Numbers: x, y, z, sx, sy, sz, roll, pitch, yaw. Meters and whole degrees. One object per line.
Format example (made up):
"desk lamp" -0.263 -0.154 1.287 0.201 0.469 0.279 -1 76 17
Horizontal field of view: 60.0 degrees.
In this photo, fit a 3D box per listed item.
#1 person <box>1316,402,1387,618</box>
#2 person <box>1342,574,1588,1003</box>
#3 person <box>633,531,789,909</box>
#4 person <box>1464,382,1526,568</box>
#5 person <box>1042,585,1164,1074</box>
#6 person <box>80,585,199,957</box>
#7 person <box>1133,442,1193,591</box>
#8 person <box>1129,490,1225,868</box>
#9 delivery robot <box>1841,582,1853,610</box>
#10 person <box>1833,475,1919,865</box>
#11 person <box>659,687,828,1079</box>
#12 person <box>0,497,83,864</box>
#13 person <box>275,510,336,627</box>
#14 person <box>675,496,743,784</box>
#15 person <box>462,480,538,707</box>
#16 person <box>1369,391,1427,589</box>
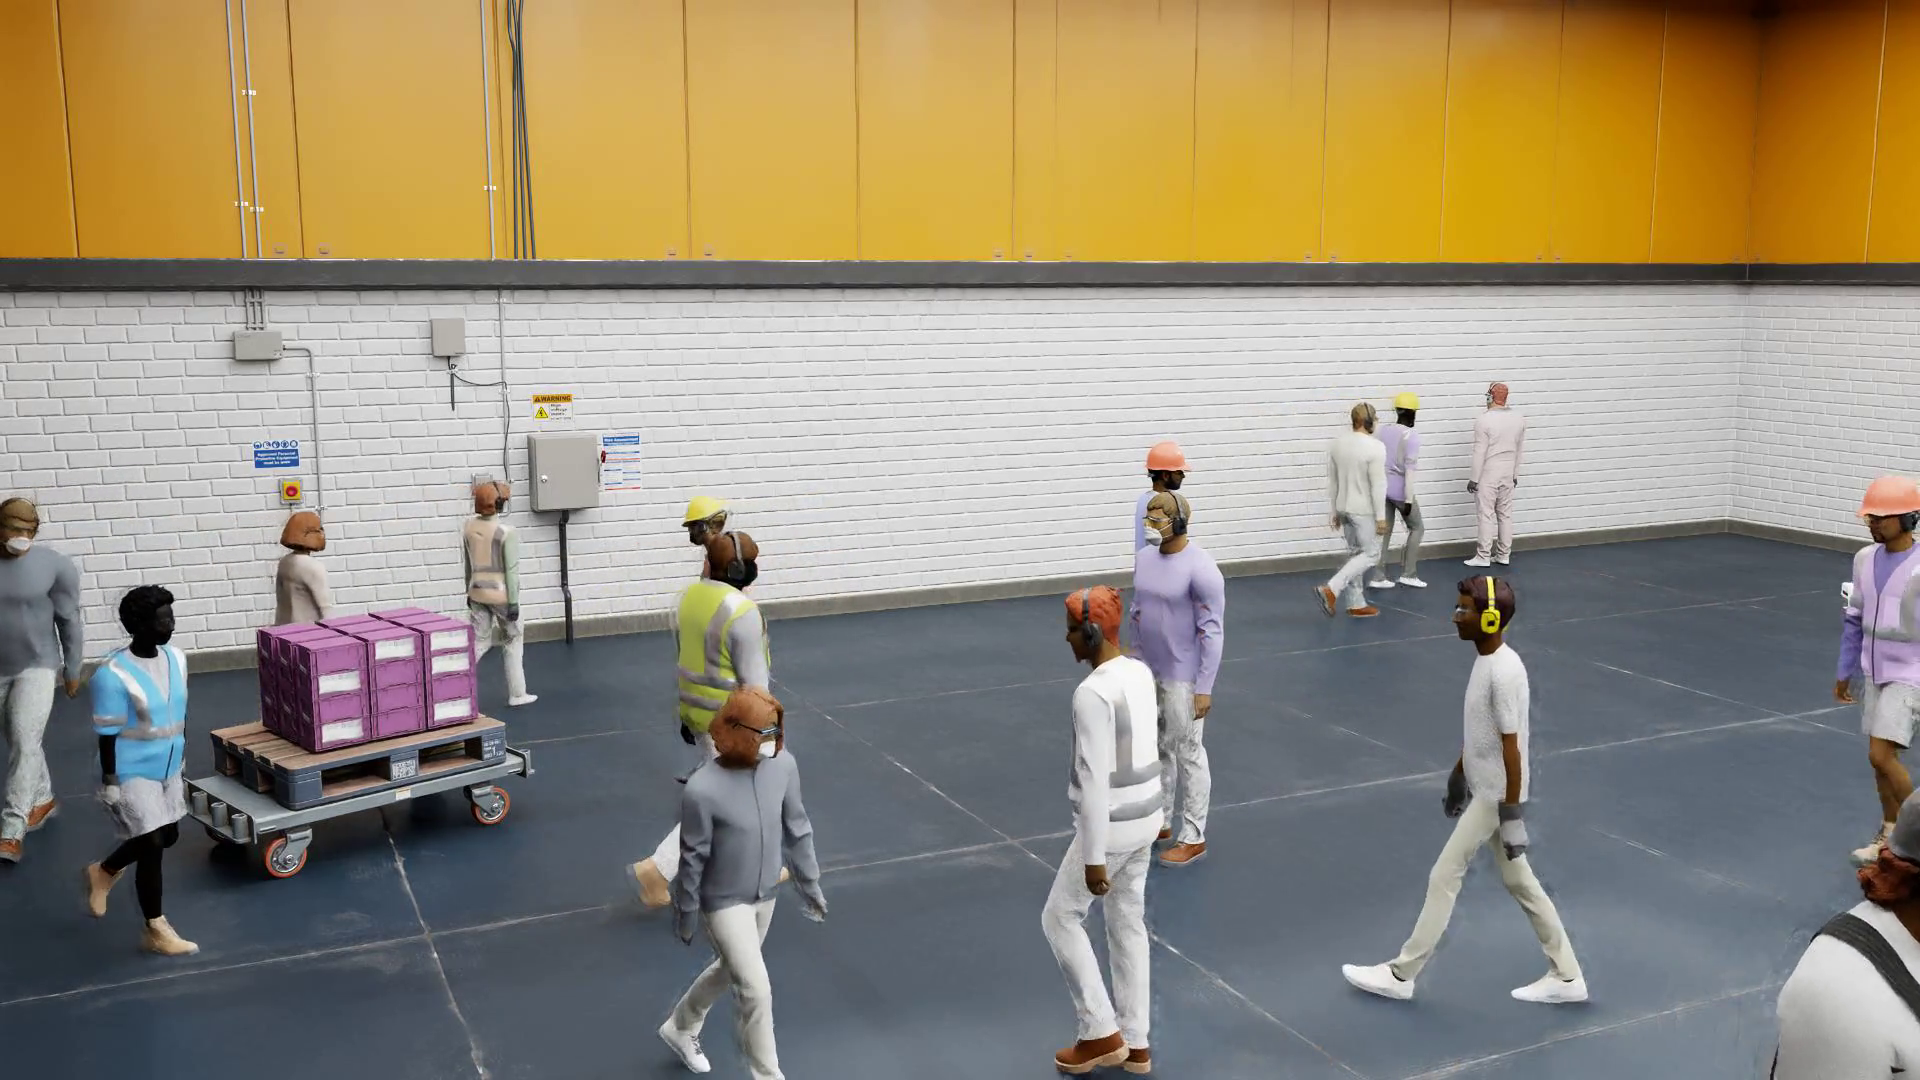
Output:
"person" 3.399 -0.236 14.410 0.647 1.920 0.641 -4 10 -24
"person" 2.151 1.037 6.841 1.000 1.817 0.552 2 9 15
"person" -1.202 0.862 7.935 0.808 1.816 0.637 -6 11 -35
"person" 5.482 -0.669 17.119 0.651 1.913 0.410 -5 10 -27
"person" 0.549 1.096 6.299 0.493 1.865 0.601 5 11 30
"person" -3.728 1.011 7.450 0.653 1.678 0.535 3 10 16
"person" 1.323 0.322 10.892 0.360 1.938 0.546 -2 9 -10
"person" 1.087 0.701 8.534 0.359 1.938 0.632 -6 11 -31
"delivery robot" 7.751 0.488 13.849 0.707 0.478 0.477 2 9 14
"person" 4.705 0.680 8.403 0.465 2.021 0.637 -2 9 -11
"person" -0.826 1.280 6.018 0.840 1.597 0.509 7 12 39
"person" -4.951 0.707 8.712 0.654 1.879 0.998 -2 9 -10
"person" -4.033 0.622 10.058 0.778 1.603 0.490 -8 12 -41
"person" -1.386 0.604 9.799 0.758 1.722 0.541 0 9 -2
"person" -3.241 0.399 11.403 0.524 1.614 0.700 5 10 28
"person" 4.236 -0.468 15.907 0.678 1.904 0.602 -5 10 -27
